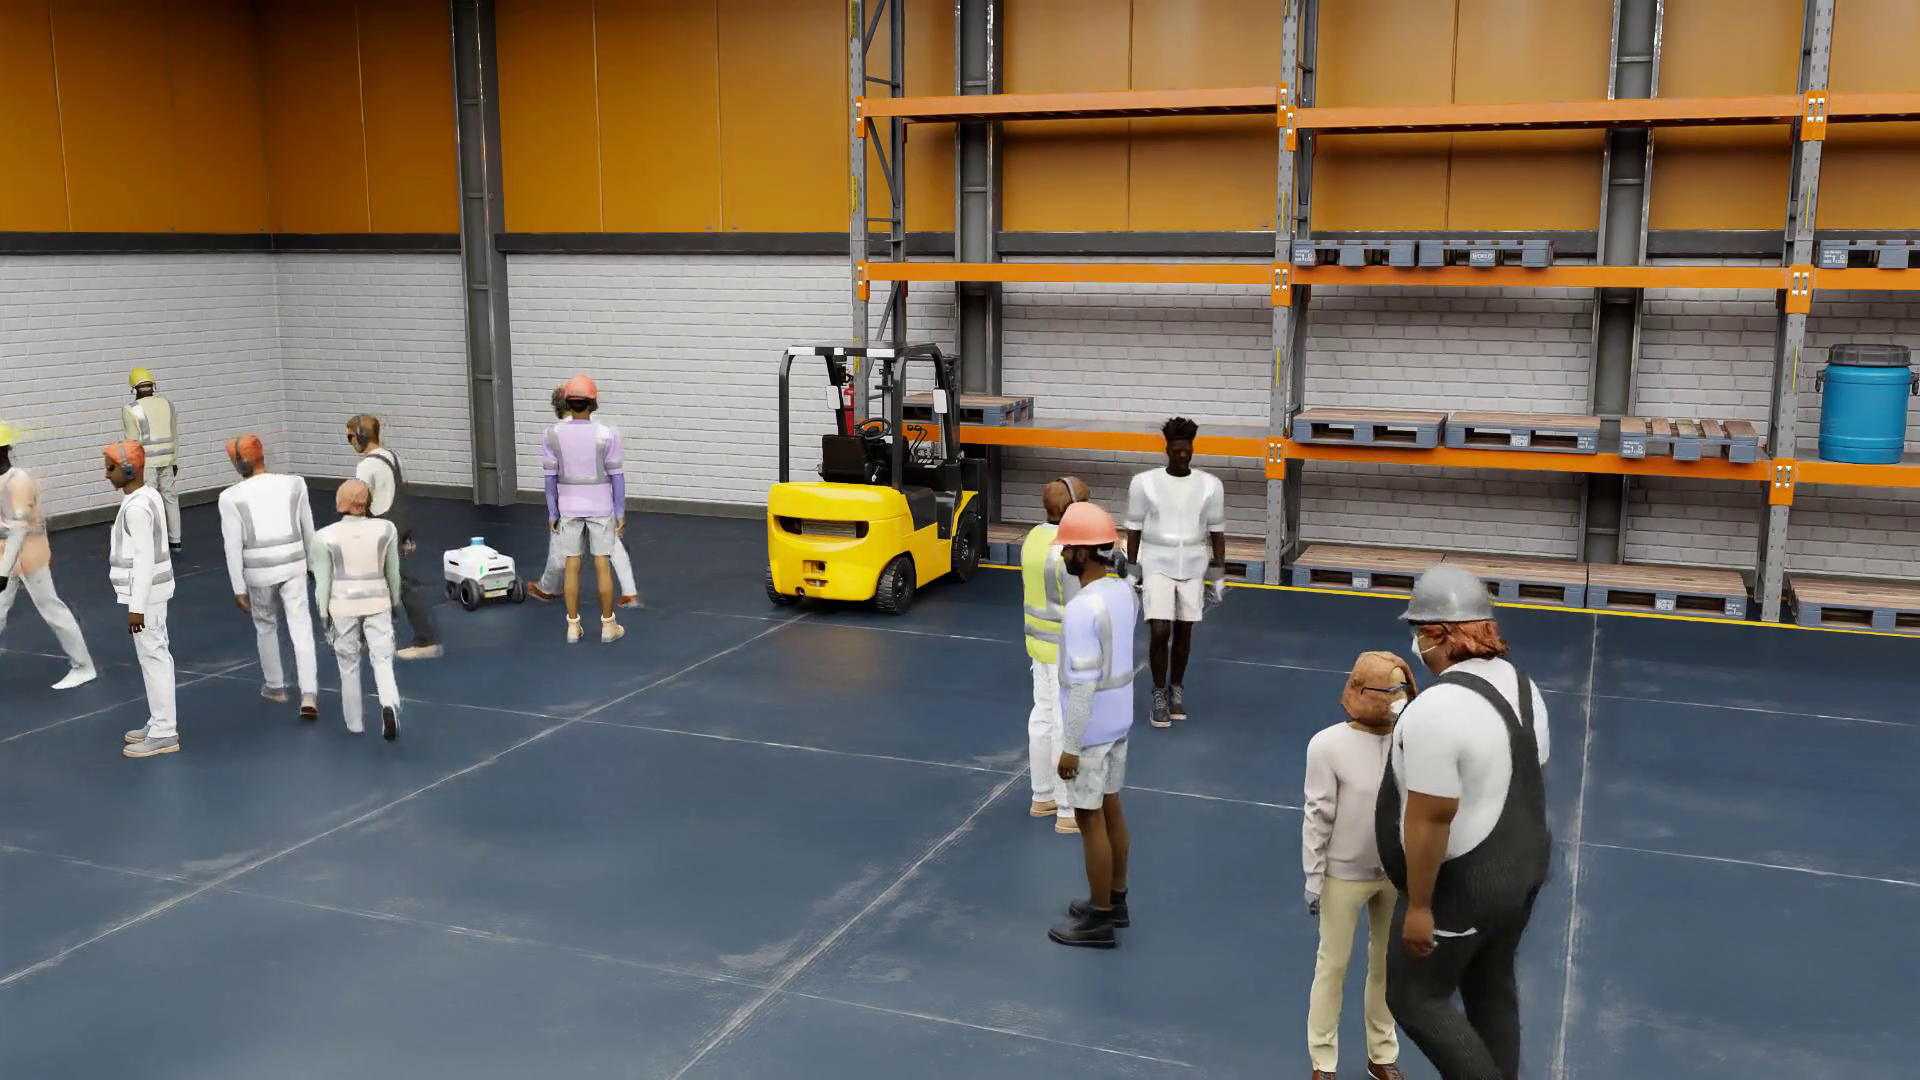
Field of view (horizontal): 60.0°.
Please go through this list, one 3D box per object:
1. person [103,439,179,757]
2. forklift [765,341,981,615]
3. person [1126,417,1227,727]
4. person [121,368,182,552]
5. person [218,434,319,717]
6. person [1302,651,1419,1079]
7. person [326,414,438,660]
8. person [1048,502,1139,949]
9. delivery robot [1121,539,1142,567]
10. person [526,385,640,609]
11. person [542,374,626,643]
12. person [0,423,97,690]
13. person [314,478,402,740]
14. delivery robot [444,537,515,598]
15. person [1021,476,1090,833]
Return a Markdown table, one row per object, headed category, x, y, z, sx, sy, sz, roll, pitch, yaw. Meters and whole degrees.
| category | x | y | z | sx | sy | sz | roll | pitch | yaw |
| --- | --- | --- | --- | --- | --- | --- | --- | --- | --- |
| person | -4.856 | 0.337 | 9.874 | 0.356 | 1.887 | 0.573 | -4 | 11 | -22 |
| forklift | -0.739 | -0.602 | 14.246 | 1.214 | 2.155 | 2.313 | 4 | 11 | 21 |
| person | 1.370 | 0.211 | 10.387 | 0.634 | 1.947 | 0.657 | -1 | 10 | -6 |
| person | -7.846 | -0.753 | 16.120 | 0.404 | 1.823 | 0.591 | 5 | 11 | 24 |
| person | -4.394 | 0.225 | 10.673 | 0.606 | 1.827 | 0.991 | -7 | 12 | -33 |
| person | 1.440 | 1.185 | 5.846 | 0.507 | 1.635 | 0.279 | -2 | 10 | -12 |
| person | -4.264 | -0.011 | 12.058 | 0.936 | 1.788 | 0.547 | 0 | 10 | 1 |
| person | 0.552 | 0.794 | 7.192 | 0.378 | 1.933 | 0.551 | 5 | 11 | 27 |
| delivery robot | 1.777 | 0.113 | 14.568 | 0.707 | 0.478 | 0.477 | 0 | 10 | -3 |
| person | -3.148 | -0.346 | 13.788 | 1.154 | 1.863 | 0.647 | 7 | 13 | 35 |
| person | -2.832 | -0.233 | 12.604 | 0.608 | 2.047 | 0.365 | 0 | 10 | 0 |
| person | -6.319 | 0.140 | 11.048 | 0.591 | 1.860 | 1.033 | 8 | 13 | 38 |
| person | -3.617 | 0.434 | 10.065 | 0.518 | 1.614 | 0.654 | -5 | 12 | -28 |
| delivery robot | -4.042 | 0.220 | 13.972 | 0.477 | 0.478 | 0.707 | -9 | 14 | -42 |
| person | 0.552 | 0.586 | 8.605 | 0.429 | 1.846 | 0.625 | -4 | 11 | -22 |
